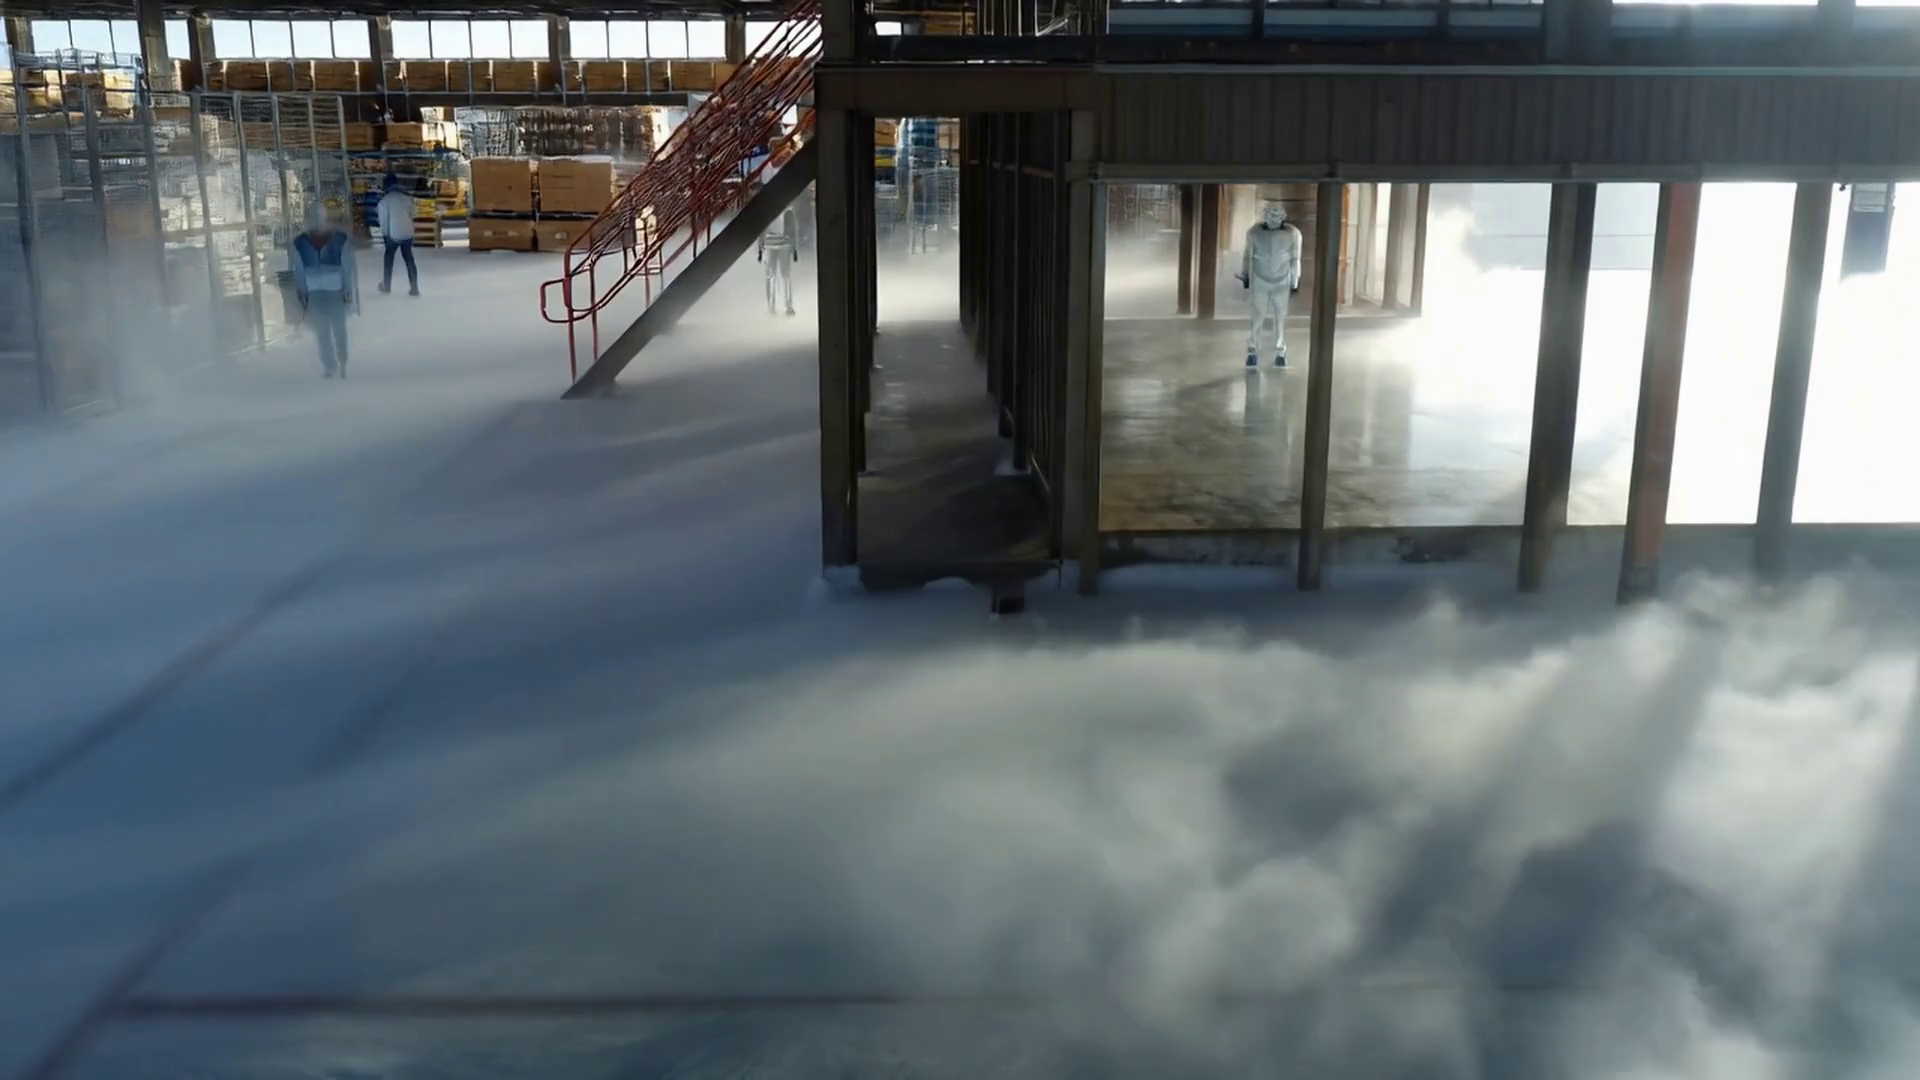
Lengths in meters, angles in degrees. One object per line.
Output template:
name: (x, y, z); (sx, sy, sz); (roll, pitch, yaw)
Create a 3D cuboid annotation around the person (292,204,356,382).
person: (-6.870, -2.655, 17.944); (0.620, 1.890, 0.729); (-2, 14, -8)

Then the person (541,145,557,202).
person: (-14.224, -12.618, 57.506); (0.581, 2.048, 0.619); (-2, 14, -10)

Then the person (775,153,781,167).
person: (-9.068, -19.383, 84.690); (0.974, 1.947, 0.614); (4, 15, 17)

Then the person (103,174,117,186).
person: (-17.603, -6.695, 34.435); (0.485, 1.725, 0.698); (5, 15, 19)

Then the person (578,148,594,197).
person: (-14.185, -13.947, 63.163); (0.887, 1.865, 0.705); (-8, 16, -29)

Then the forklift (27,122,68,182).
forklift: (-35.376, -14.773, 64.377); (1.129, 2.768, 1.873); (-1, 14, -2)

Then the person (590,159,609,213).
person: (-9.804, -9.509, 45.531); (0.611, 1.800, 0.638); (-1, 14, -6)

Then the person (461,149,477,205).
person: (-16.104, -11.829, 54.550); (0.547, 1.922, 0.687); (4, 15, 14)

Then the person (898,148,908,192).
person: (-2.361, -15.261, 68.622); (0.541, 1.757, 0.365); (-9, 17, -32)

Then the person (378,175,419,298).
person: (-9.080, -4.894, 26.805); (0.617, 1.937, 1.039); (-12, 18, -39)

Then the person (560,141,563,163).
person: (-21.759, -20.920, 91.045); (0.388, 1.846, 0.565); (-3, 14, -13)

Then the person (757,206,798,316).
person: (-2.642, -4.196, 24.124); (0.585, 1.882, 0.337); (0, 14, 0)
